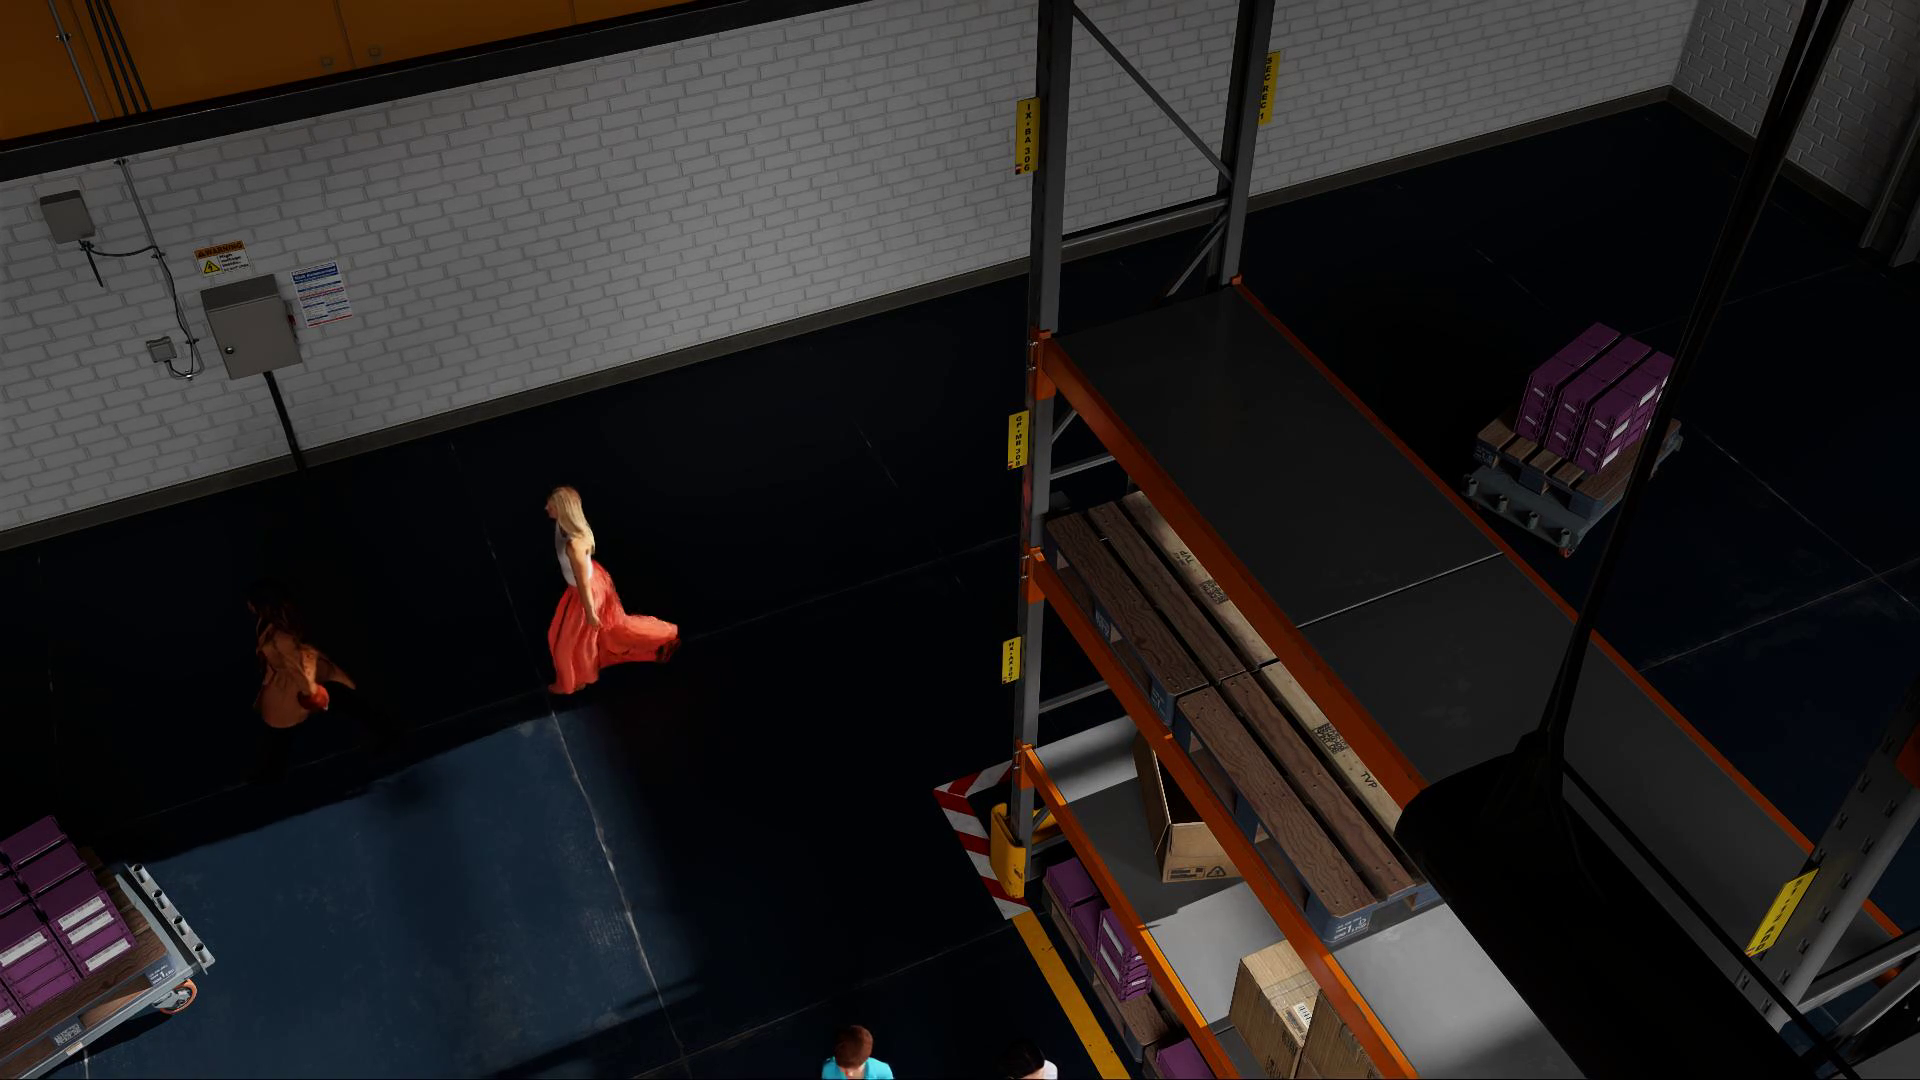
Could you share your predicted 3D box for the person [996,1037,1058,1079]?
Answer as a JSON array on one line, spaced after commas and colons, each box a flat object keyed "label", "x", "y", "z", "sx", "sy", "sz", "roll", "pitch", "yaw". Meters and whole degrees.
[{"label": "person", "x": 0.284, "y": 2.888, "z": 7.887, "sx": 0.654, "sy": 1.774, "sz": 0.644, "roll": -34, "pitch": 53, "yaw": -30}]

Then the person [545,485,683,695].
[{"label": "person", "x": -2.274, "y": 0.317, "z": 10.587, "sx": 0.855, "sy": 1.771, "sz": 1.142, "roll": -9, "pitch": 44, "yaw": -9}]

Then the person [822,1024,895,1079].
[{"label": "person", "x": -0.462, "y": 2.777, "z": 8.259, "sx": 0.796, "sy": 1.420, "sz": 1.016, "roll": 1, "pitch": 44, "yaw": 1}]

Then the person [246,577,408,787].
[{"label": "person", "x": -3.893, "y": 0.846, "z": 10.112, "sx": 0.869, "sy": 1.661, "sz": 1.192, "roll": -11, "pitch": 45, "yaw": -11}]
